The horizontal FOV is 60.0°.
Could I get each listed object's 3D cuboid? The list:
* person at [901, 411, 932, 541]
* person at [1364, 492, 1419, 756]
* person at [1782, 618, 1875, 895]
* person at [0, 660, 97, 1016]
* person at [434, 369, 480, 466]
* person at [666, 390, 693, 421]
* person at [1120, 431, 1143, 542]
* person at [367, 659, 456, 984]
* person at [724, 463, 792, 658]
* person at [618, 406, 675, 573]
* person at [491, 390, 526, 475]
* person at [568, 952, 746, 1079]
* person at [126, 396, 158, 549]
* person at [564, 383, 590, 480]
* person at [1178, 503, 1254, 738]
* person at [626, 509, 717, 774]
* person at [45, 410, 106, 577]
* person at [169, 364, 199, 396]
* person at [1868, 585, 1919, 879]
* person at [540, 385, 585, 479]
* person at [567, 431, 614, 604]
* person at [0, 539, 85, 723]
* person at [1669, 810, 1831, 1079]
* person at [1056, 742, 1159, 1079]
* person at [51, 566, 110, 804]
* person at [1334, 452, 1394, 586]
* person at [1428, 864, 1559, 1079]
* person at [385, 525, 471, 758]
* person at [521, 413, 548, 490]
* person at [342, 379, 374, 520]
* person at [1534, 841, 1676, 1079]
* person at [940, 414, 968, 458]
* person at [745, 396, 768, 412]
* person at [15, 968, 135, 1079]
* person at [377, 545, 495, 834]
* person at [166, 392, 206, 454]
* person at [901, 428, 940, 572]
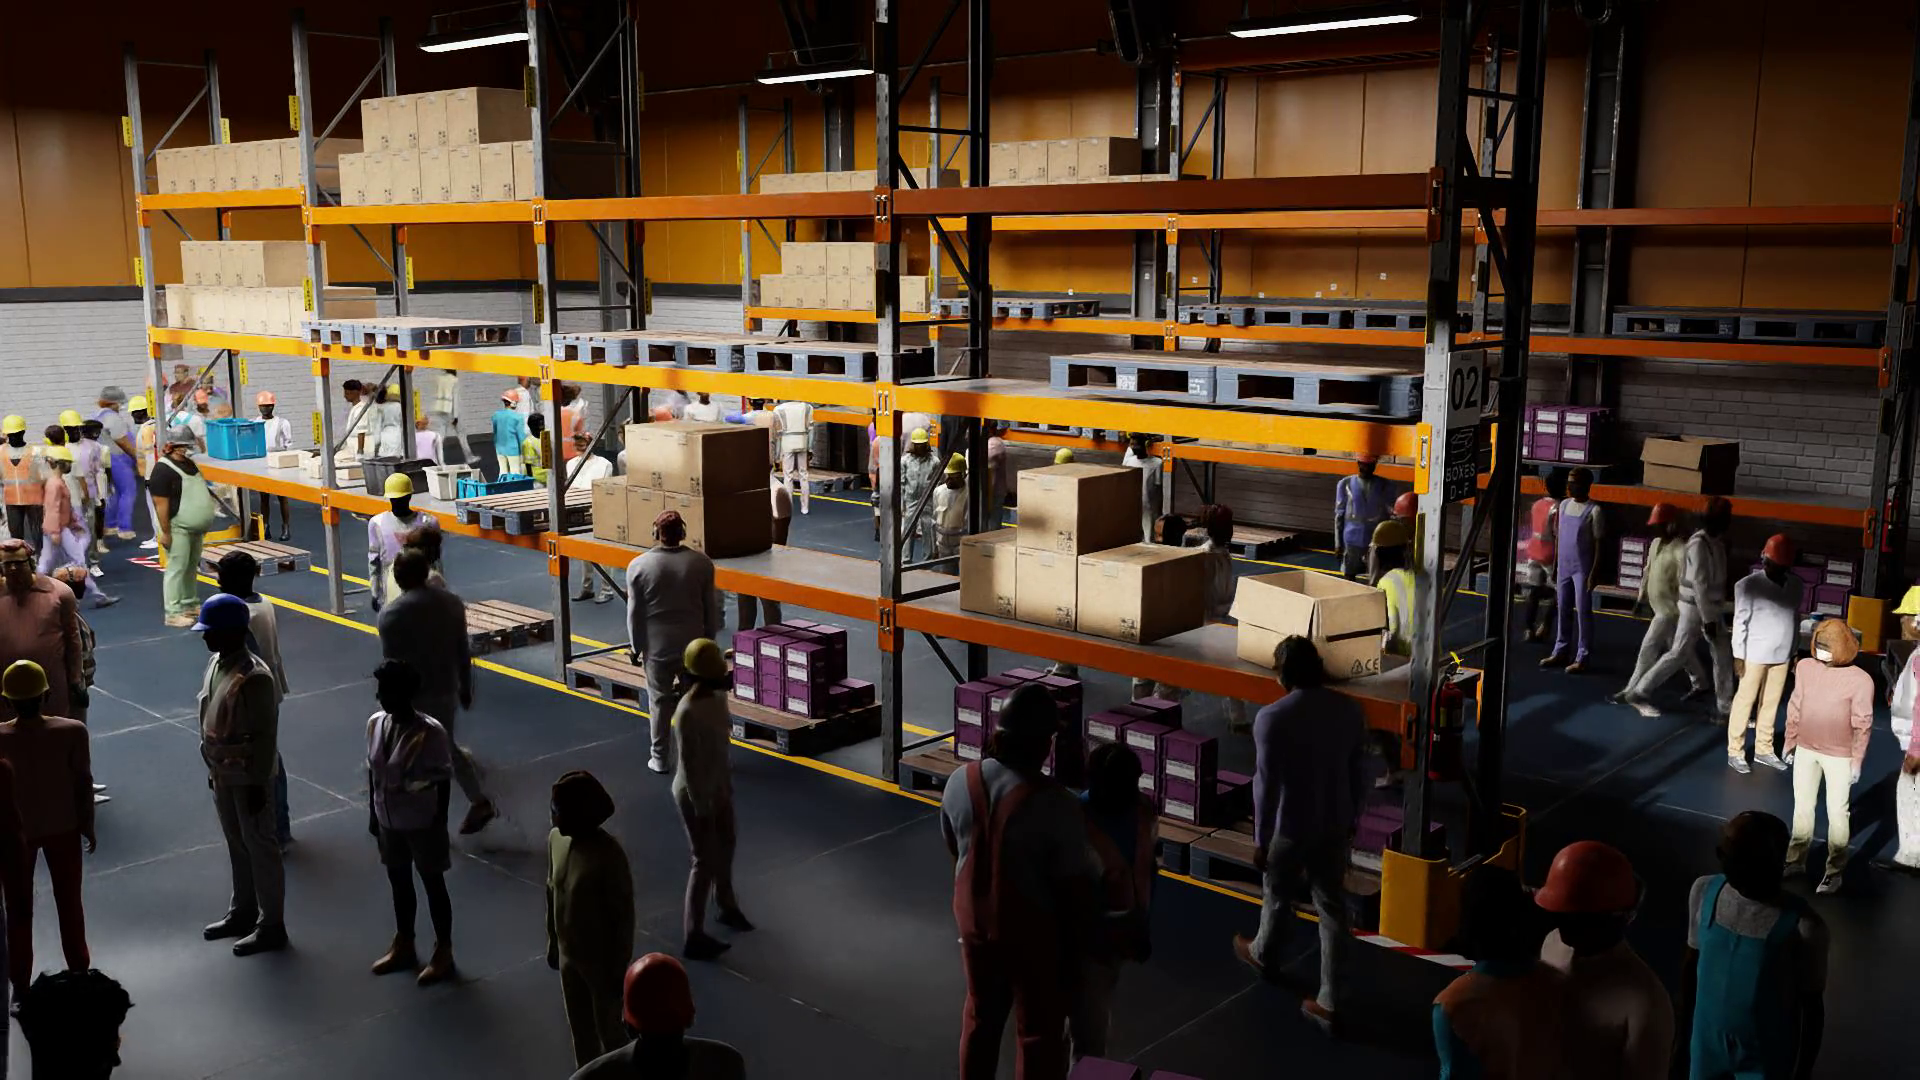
[{"bbox_3d":[-0.644,-0.920,21.179,0.627,1.940,0.371,-9,14,-43],"label":"person"},{"bbox_3d":[3.293,0.620,12.357,0.615,1.984,0.408,-5,11,-28],"label":"person"},{"bbox_3d":[5.062,1.255,9.749,0.281,1.633,0.499,-6,11,-29],"label":"person"},{"bbox_3d":[-4.566,1.454,8.250,0.525,1.769,0.309,-7,12,-35],"label":"person"},{"bbox_3d":[-8.781,-2.209,28.695,0.592,1.866,0.991,5,11,28],"label":"person"},{"bbox_3d":[-4.203,-1.555,24.887,0.590,1.898,0.621,4,11,24],"label":"person"},{"bbox_3d":[1.932,-0.441,18.705,0.312,1.860,0.500,2,10,10],"label":"person"},{"bbox_3d":[-2.835,1.434,8.554,0.540,1.696,0.317,5,11,25],"label":"person"},{"bbox_3d":[-1.887,0.102,15.113,0.676,2.000,0.536,7,12,35],"label":"person"},{"bbox_3d":[-3.343,-0.541,18.942,1.095,1.970,0.623,-5,11,-27],"label":"person"},{"bbox_3d":[-6.415,-1.281,23.796,0.576,1.737,0.355,5,11,27],"label":"person"},{"bbox_3d":[-0.872,2.049,4.914,0.563,1.752,0.327,-5,11,-25],"label":"person"},{"bbox_3d":[-10.189,-0.851,20.878,0.396,1.913,0.591,-5,11,-26],"label":"person"},{"bbox_3d":[-6.153,-1.702,26.488,0.533,1.617,0.451,-4,11,-20],"label":"person"},{"bbox_3d":[1.892,0.617,12.755,0.895,1.855,0.598,4,11,22],"label":"person"},{"bbox_3d":[-2.065,0.728,11.951,0.642,1.909,0.399,-3,10,-15],"label":"person"},{"bbox_3d":[-10.044,-0.513,18.907,0.594,1.927,0.367,-8,13,-37],"label":"person"},{"bbox_3d":[-12.499,-1.873,26.753,0.662,1.883,0.782,5,11,24],"label":"person"},{"bbox_3d":[5.775,1.177,9.749,0.681,1.800,0.610,7,12,33],"label":"person"},{"bbox_3d":[-5.379,-1.143,22.494,0.617,1.928,0.570,-3,10,-16],"label":"person"},{"bbox_3d":[-3.907,-0.247,17.667,0.564,1.840,0.383,5,11,24],"label":"person"},{"bbox_3d":[-6.064,0.928,10.823,0.652,1.906,0.402,-6,11,-29],"label":"person"},{"bbox_3d":[2.772,1.833,5.898,0.351,1.839,0.506,-7,12,-34],"label":"person"},{"bbox_3d":[0.499,1.667,7.010,0.640,1.799,0.706,-10,14,-43],"label":"person"},{"bbox_3d":[-6.012,0.987,11.276,0.313,1.634,0.514,-7,12,-34],"label":"person"},{"bbox_3d":[3.867,0.020,15.959,0.549,1.934,0.476,2,10,10],"label":"person"},{"bbox_3d":[1.721,1.955,5.191,0.610,1.870,0.968,-5,11,-26],"label":"person"},{"bbox_3d":[-3.838,0.793,11.851,0.667,1.821,0.700,9,14,42],"label":"person"},{"bbox_3d":[-5.320,-0.758,20.950,0.317,1.695,0.540,2,10,11],"label":"person"},{"bbox_3d":[-8.311,-1.256,23.040,0.377,1.956,0.604,-4,11,-23],"label":"person"},{"bbox_3d":[1.938,1.886,5.185,0.407,1.986,0.621,-2,10,-11],"label":"person"},{"bbox_3d":[0.045,-1.087,21.990,0.608,1.987,0.388,4,11,19],"label":"person"},{"bbox_3d":[-2.971,-1.377,24.341,0.357,1.738,0.572,1,10,8],"label":"person"},{"bbox_3d":[-2.277,2.051,4.328,0.374,1.959,0.603,-3,10,-15],"label":"person"},{"bbox_3d":[-3.300,0.986,10.490,0.670,1.913,0.668,6,12,32],"label":"person"},{"bbox_3d":[-10.434,-1.064,22.308,0.595,1.838,0.359,-7,12,-35],"label":"person"},{"bbox_3d":[-0.450,-0.394,18.762,0.493,1.743,0.301,-2,10,-13],"label":"person"}]
